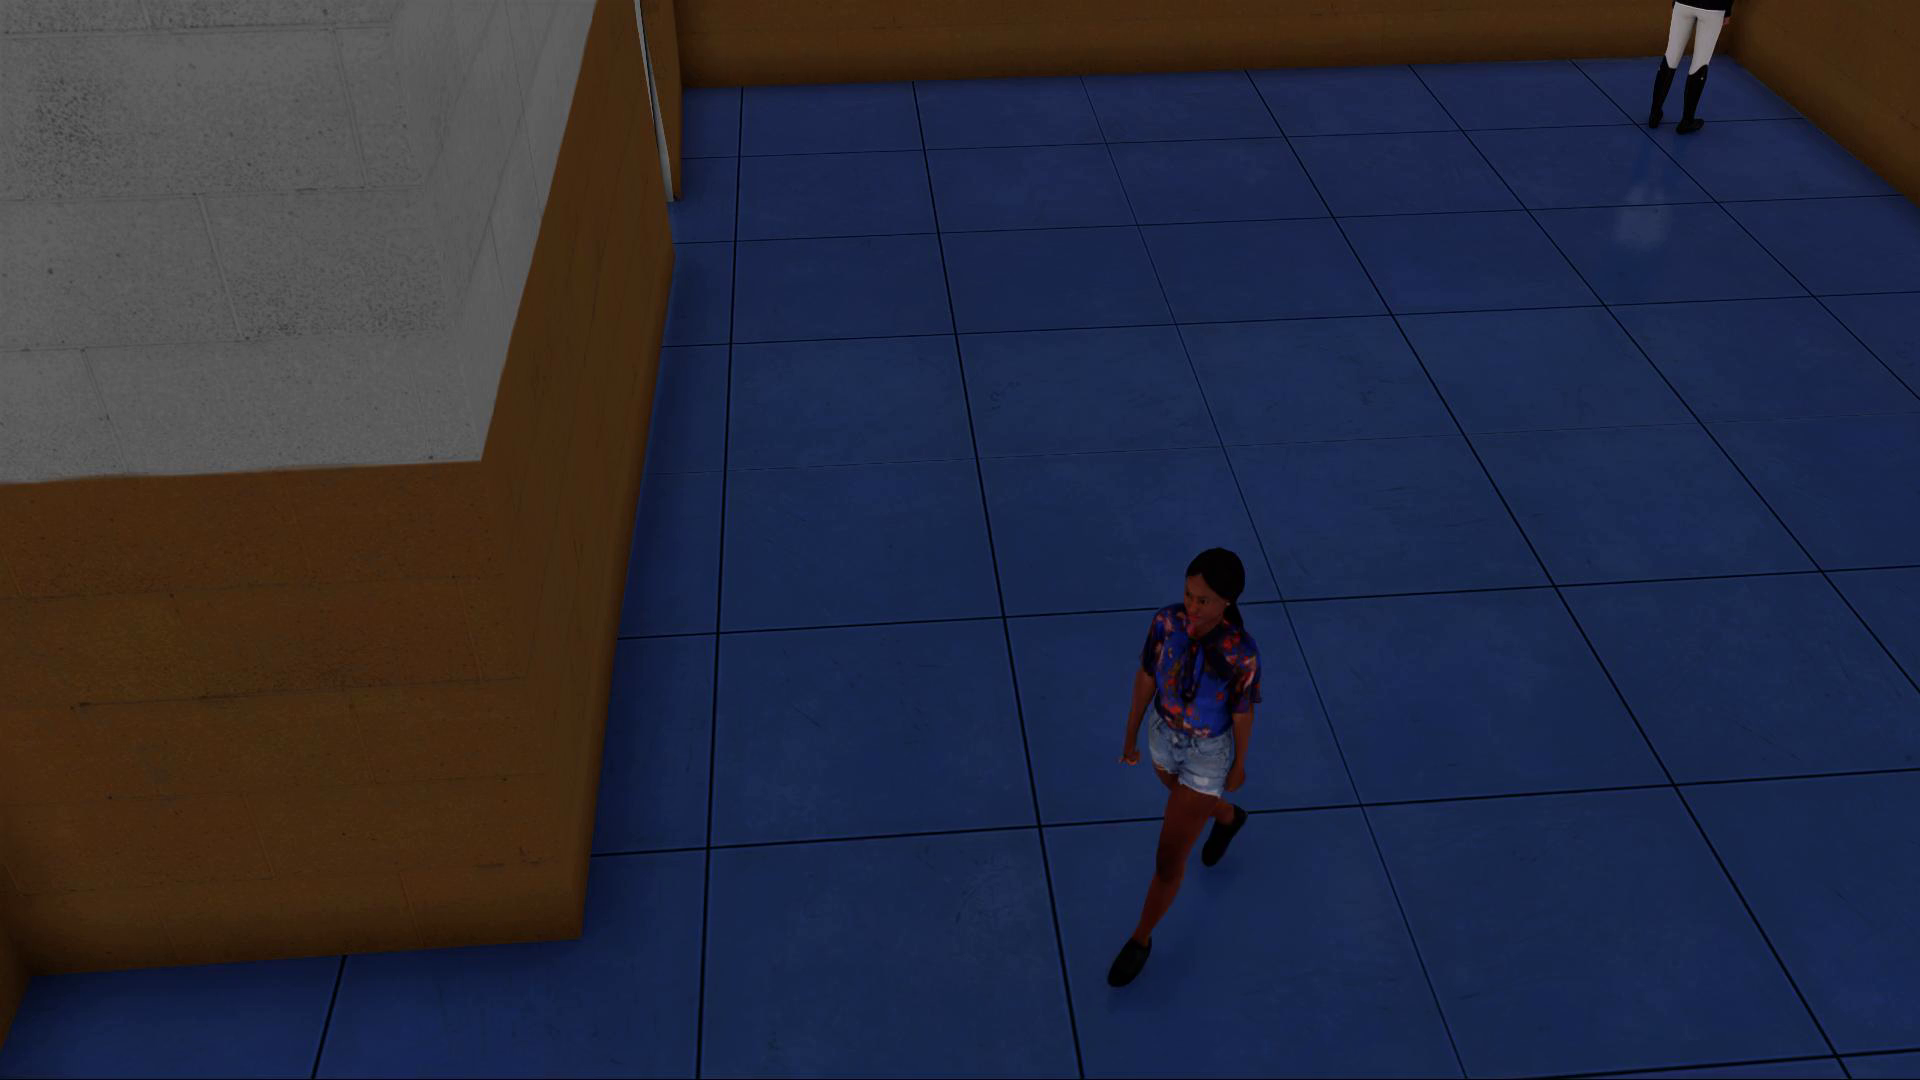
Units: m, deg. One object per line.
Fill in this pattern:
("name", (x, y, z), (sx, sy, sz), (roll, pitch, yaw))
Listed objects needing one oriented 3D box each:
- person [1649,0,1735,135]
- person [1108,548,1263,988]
("person", (5.267, -3.771, 11.847), (0.662, 1.729, 0.722), (27, 44, 31))
("person", (0.860, 0.718, 5.901), (1.136, 1.702, 1.185), (26, 44, 31))
